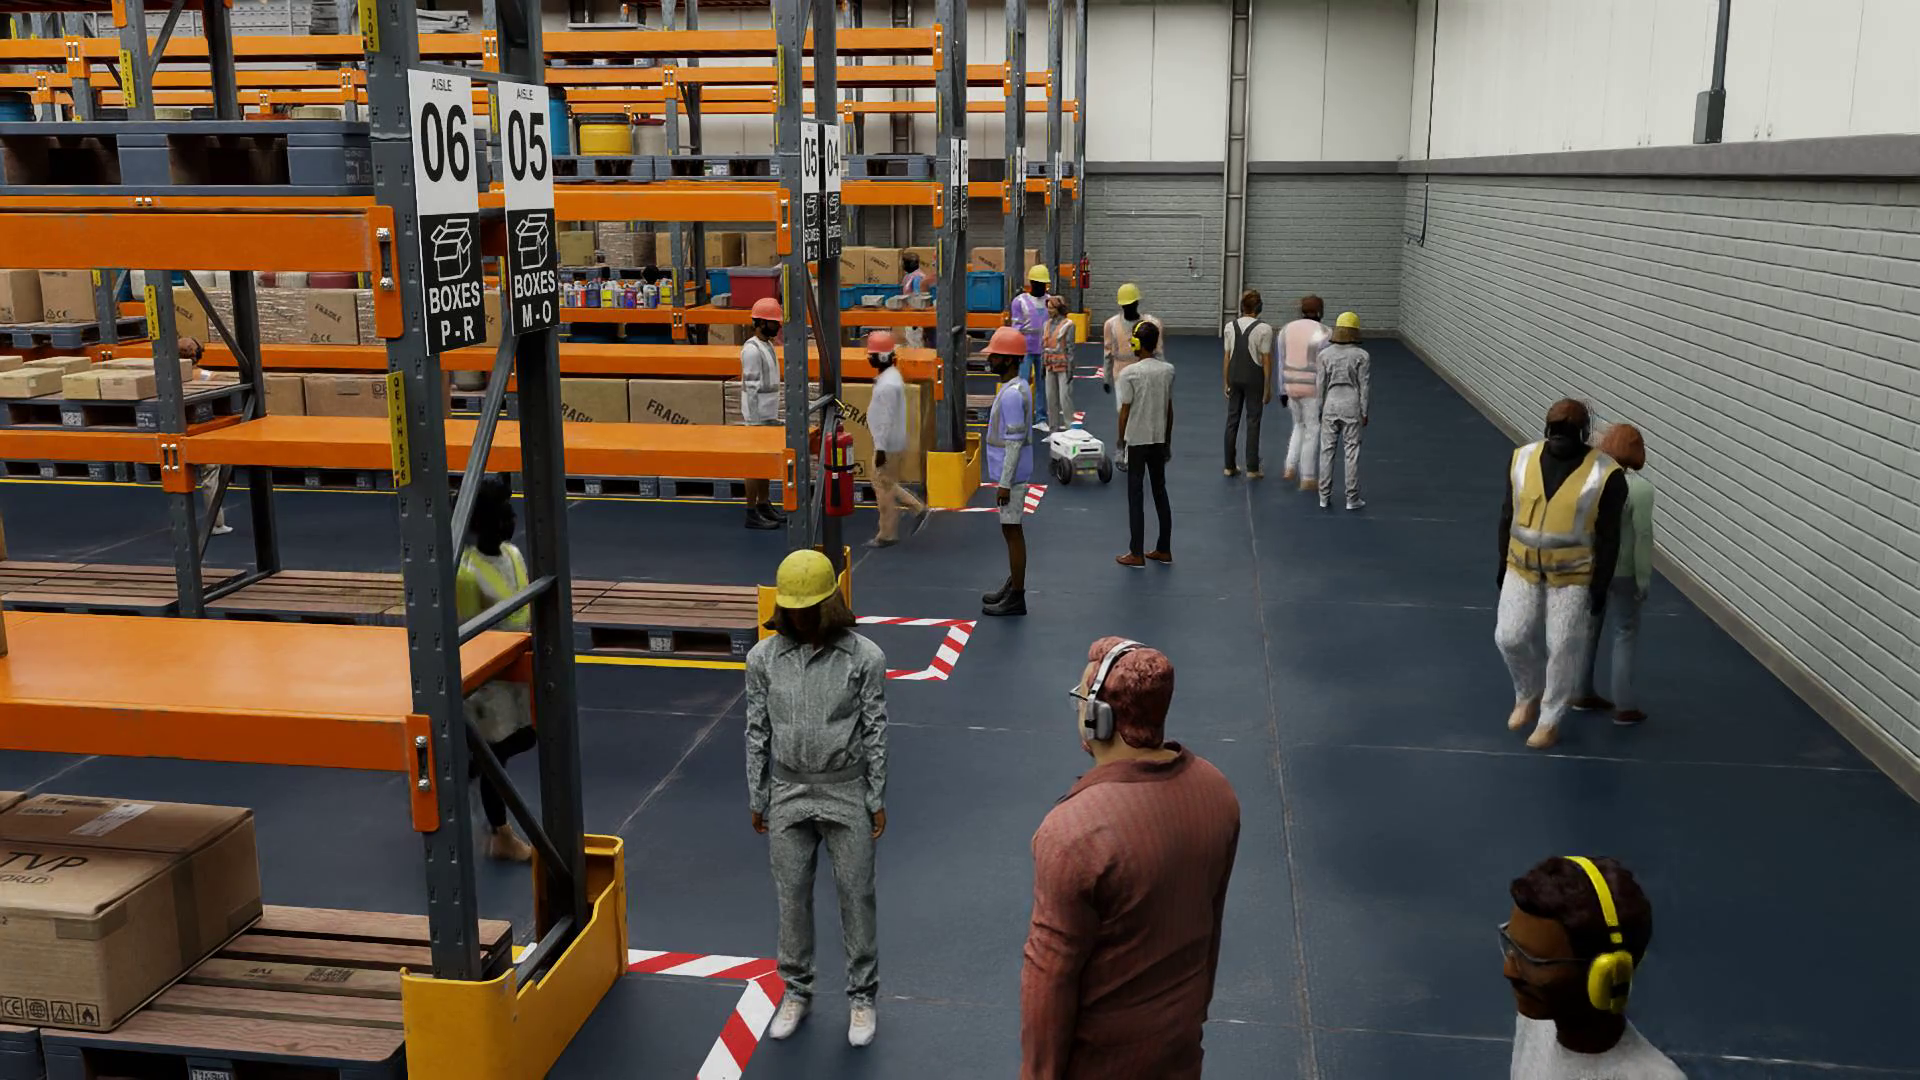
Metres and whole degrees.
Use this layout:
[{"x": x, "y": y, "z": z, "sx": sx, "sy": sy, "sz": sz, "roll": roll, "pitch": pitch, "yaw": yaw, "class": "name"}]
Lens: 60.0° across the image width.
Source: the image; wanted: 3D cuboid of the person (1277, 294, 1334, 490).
[{"x": 3.277, "y": -1.379, "z": 15.583, "sx": 0.465, "sy": 1.828, "sz": 0.652, "roll": -10, "pitch": 16, "yaw": -37, "class": "person"}]

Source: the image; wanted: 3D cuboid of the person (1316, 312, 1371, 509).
[{"x": 3.397, "y": -1.145, "z": 14.736, "sx": 0.484, "sy": 1.736, "sz": 0.307, "roll": 7, "pitch": 14, "yaw": 29, "class": "person"}]

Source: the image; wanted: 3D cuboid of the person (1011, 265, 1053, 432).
[{"x": 0.867, "y": -2.166, "z": 18.947, "sx": 0.596, "sy": 1.916, "sz": 0.403, "roll": -6, "pitch": 14, "yaw": -25, "class": "person"}]

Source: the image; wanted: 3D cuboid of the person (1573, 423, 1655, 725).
[{"x": 3.540, "y": 0.177, "z": 9.012, "sx": 0.321, "sy": 1.628, "sz": 0.506, "roll": -7, "pitch": 14, "yaw": -29, "class": "person"}]

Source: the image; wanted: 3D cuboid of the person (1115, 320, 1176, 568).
[{"x": 1.396, "y": -0.717, "z": 12.553, "sx": 0.508, "sy": 1.853, "sz": 0.326, "roll": -7, "pitch": 14, "yaw": -30, "class": "person"}]

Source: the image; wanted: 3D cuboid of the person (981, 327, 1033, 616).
[{"x": 0.314, "y": -0.457, "z": 11.162, "sx": 0.353, "sy": 1.942, "sz": 0.546, "roll": 1, "pitch": 13, "yaw": 3, "class": "person"}]

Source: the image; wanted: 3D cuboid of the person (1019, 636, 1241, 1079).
[{"x": 0.370, "y": 1.162, "z": 3.965, "sx": 0.647, "sy": 1.900, "sz": 0.402, "roll": -12, "pitch": 17, "yaw": -43, "class": "person"}]

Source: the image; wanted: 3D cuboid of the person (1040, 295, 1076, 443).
[{"x": 1.078, "y": -1.853, "z": 18.178, "sx": 0.313, "sy": 1.630, "sz": 0.524, "roll": -9, "pitch": 16, "yaw": -37, "class": "person"}]

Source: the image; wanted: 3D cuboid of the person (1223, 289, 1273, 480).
[{"x": 2.783, "y": -1.501, "z": 16.118, "sx": 0.504, "sy": 1.839, "sz": 0.341, "roll": 9, "pitch": 15, "yaw": 36, "class": "person"}]

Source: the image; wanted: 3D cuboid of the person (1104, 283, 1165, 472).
[{"x": 1.777, "y": -1.678, "z": 16.861, "sx": 0.636, "sy": 1.872, "sz": 0.996, "roll": 2, "pitch": 13, "yaw": 10, "class": "person"}]

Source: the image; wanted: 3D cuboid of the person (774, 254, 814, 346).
[{"x": -2.413, "y": -3.202, "z": 23.328, "sx": 0.679, "sy": 2.000, "sz": 0.535, "roll": -8, "pitch": 15, "yaw": -34, "class": "person"}]

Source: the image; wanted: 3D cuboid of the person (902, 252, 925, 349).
[{"x": -0.676, "y": -3.176, "z": 23.692, "sx": 0.428, "sy": 1.839, "sz": 0.635, "roll": -3, "pitch": 13, "yaw": -12, "class": "person"}]

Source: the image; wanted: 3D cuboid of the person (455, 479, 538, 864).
[{"x": -2.066, "y": 0.563, "z": 7.134, "sx": 0.507, "sy": 1.686, "sz": 0.533, "roll": 3, "pitch": 13, "yaw": 14, "class": "person"}]

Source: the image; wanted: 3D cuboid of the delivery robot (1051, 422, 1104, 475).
[{"x": 1.133, "y": -0.894, "z": 16.075, "sx": 0.477, "sy": 0.478, "sz": 0.707, "roll": -3, "pitch": 13, "yaw": -15, "class": "delivery robot"}]

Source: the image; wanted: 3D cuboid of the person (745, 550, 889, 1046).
[{"x": -0.488, "y": 0.874, "z": 5.637, "sx": 0.489, "sy": 1.731, "sz": 0.320, "roll": 1, "pitch": 13, "yaw": 5, "class": "person"}]

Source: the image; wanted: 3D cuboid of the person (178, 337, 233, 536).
[{"x": -6.256, "y": -0.841, "z": 13.610, "sx": 0.513, "sy": 1.631, "sz": 0.318, "roll": 1, "pitch": 13, "yaw": 6, "class": "person"}]

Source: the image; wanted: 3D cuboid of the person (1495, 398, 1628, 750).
[{"x": 3.045, "y": 0.178, "z": 8.548, "sx": 0.640, "sy": 1.826, "sz": 0.447, "roll": 10, "pitch": 16, "yaw": 39, "class": "person"}]

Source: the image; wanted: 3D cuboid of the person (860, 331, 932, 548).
[{"x": -0.530, "y": -0.790, "z": 13.151, "sx": 0.509, "sy": 1.732, "sz": 0.561, "roll": -1, "pitch": 13, "yaw": -5, "class": "person"}]

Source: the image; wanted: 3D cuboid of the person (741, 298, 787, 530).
[{"x": -1.619, "y": -1.052, "z": 13.886, "sx": 0.387, "sy": 1.929, "sz": 0.543, "roll": 3, "pitch": 13, "yaw": 11, "class": "person"}]

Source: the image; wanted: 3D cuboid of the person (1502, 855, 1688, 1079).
[{"x": 0.984, "y": 1.422, "z": 2.875, "sx": 0.577, "sy": 1.848, "sz": 0.570, "roll": -1, "pitch": 13, "yaw": -3, "class": "person"}]
